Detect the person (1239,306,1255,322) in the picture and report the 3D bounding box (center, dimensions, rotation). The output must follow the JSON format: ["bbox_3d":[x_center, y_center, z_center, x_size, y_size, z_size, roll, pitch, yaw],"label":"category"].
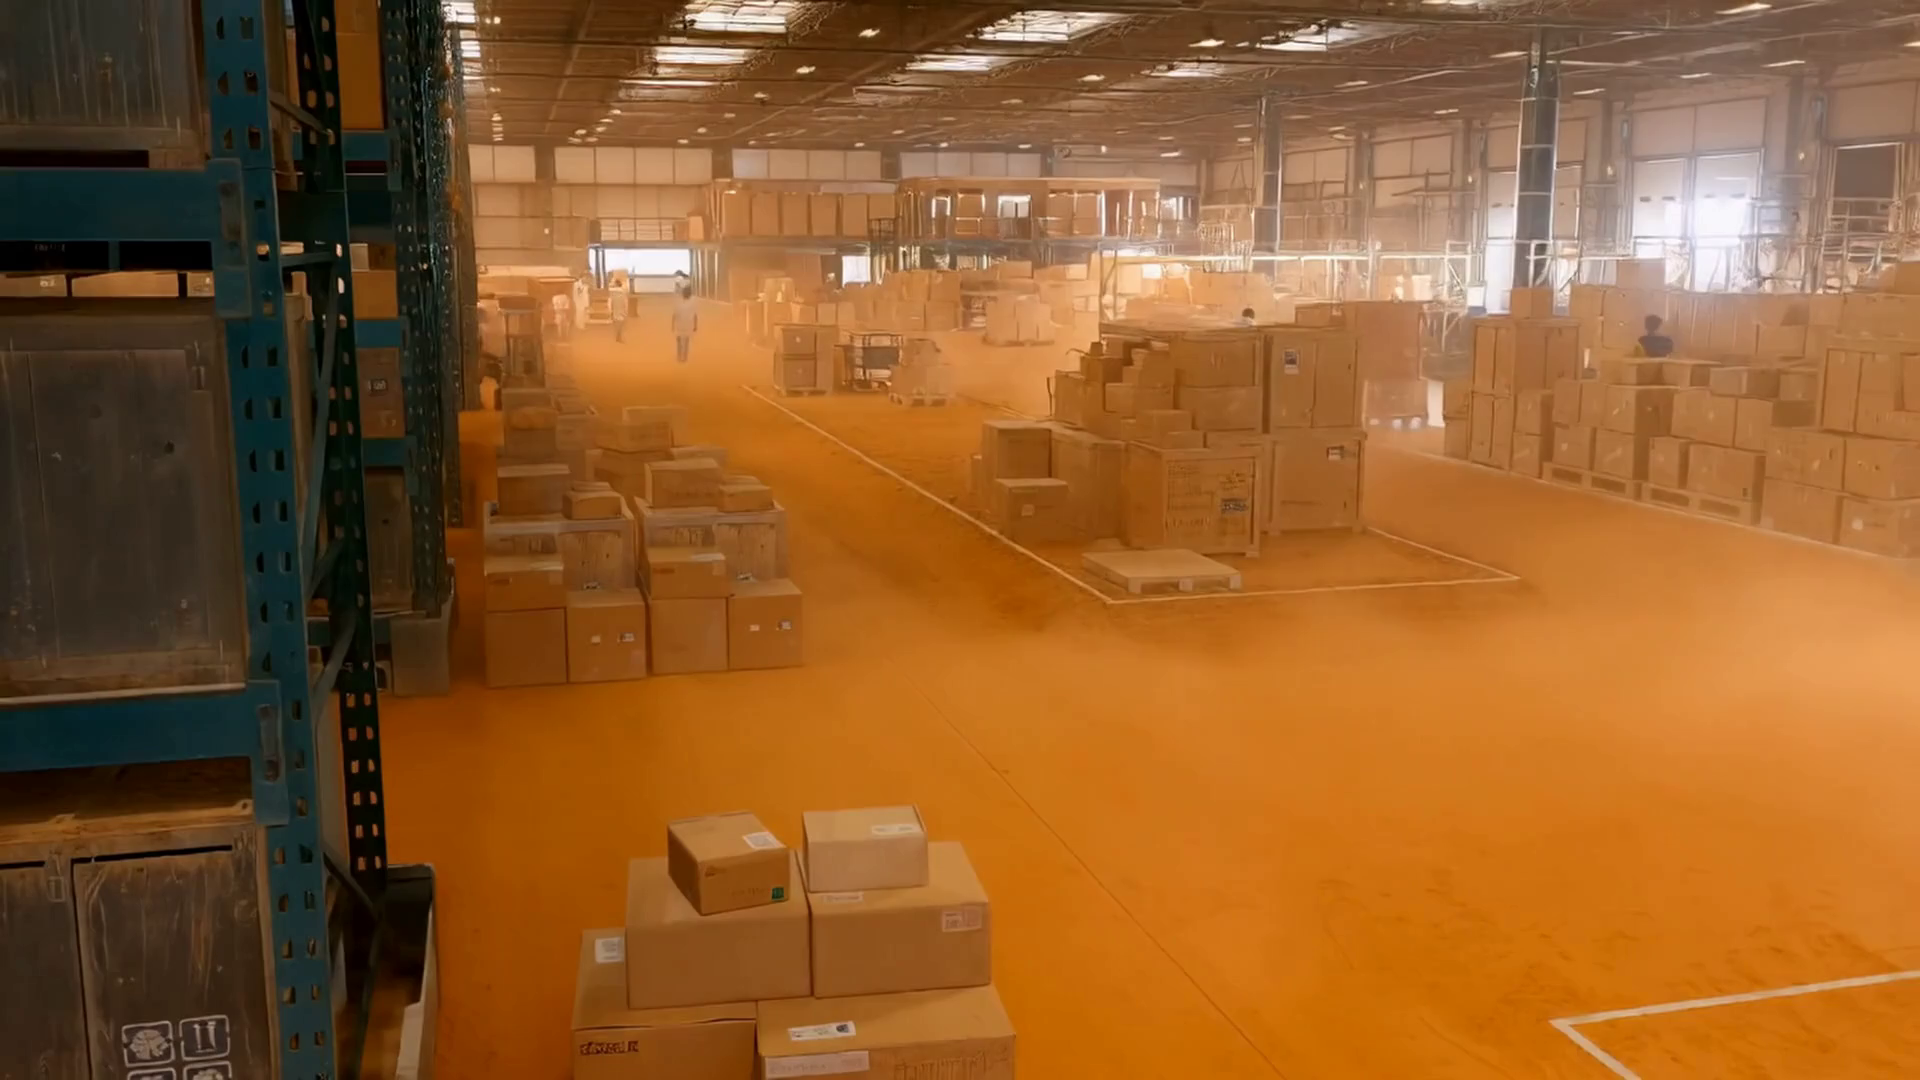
[{"bbox_3d":[4.501,-2.708,26.176,0.546,1.938,0.361,-4,11,-21],"label":"person"}]

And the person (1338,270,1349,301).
[{"bbox_3d":[15.570,-9.908,67.020,0.604,1.914,0.907,6,12,32],"label":"person"}]

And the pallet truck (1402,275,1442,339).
[{"bbox_3d":[14.620,-7.324,52.145,0.823,1.965,1.885,8,13,40],"label":"pallet truck"}]

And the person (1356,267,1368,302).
[{"bbox_3d":[19.013,-11.835,77.997,0.949,1.885,0.552,5,11,24],"label":"person"}]

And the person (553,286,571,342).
[{"bbox_3d":[-11.972,-6.798,50.042,0.548,1.681,0.384,2,10,11],"label":"person"}]

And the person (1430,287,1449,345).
[{"bbox_3d":[14.036,-6.557,48.659,0.497,1.680,0.929,5,11,28],"label":"person"}]

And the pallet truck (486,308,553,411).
[{"bbox_3d":[-6.242,-2.418,24.362,0.823,1.965,1.885,1,10,3],"label":"pallet truck"}]

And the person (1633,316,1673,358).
[{"bbox_3d":[10.056,-2.295,24.095,0.610,1.878,0.752,-3,10,-16],"label":"person"}]

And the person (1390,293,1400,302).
[{"bbox_3d":[9.944,-4.762,38.210,0.527,1.793,0.995,1,10,7],"label":"person"}]

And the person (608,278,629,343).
[{"bbox_3d":[-10.043,-6.750,49.121,0.571,1.913,0.780,-6,12,-32],"label":"person"}]

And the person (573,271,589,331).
[{"bbox_3d":[-12.861,-8.109,56.469,0.536,2.000,0.688,-3,10,-17],"label":"person"}]

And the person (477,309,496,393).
[{"bbox_3d":[-9.211,-3.694,32.583,0.873,1.652,0.531,-2,10,-10],"label":"person"}]

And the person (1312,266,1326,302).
[{"bbox_3d":[17.384,-12.284,80.419,1.050,1.946,0.628,7,12,34],"label":"person"}]

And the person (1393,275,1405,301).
[{"bbox_3d":[14.790,-7.980,56.099,0.389,1.922,0.589,1,10,4],"label":"person"}]

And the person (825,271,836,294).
[{"bbox_3d":[-4.463,-8.285,57.505,0.417,2.034,0.604,1,10,6],"label":"person"}]

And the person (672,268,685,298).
[{"bbox_3d":[-13.045,-11.685,77.212,0.599,1.860,0.655,0,10,-3],"label":"person"}]

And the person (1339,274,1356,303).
[{"bbox_3d":[12.802,-7.853,55.250,0.984,1.945,0.635,10,14,44],"label":"person"}]

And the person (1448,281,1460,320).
[{"bbox_3d":[16.969,-8.096,57.392,0.557,1.682,0.459,-1,10,-6],"label":"person"}]

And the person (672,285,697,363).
[{"bbox_3d":[-6.805,-5.337,41.089,0.639,1.923,0.712,-2,10,-9],"label":"person"}]

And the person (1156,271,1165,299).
[{"bbox_3d":[7.734,-9.393,64.056,0.370,1.928,0.585,0,10,-2],"label":"person"}]
